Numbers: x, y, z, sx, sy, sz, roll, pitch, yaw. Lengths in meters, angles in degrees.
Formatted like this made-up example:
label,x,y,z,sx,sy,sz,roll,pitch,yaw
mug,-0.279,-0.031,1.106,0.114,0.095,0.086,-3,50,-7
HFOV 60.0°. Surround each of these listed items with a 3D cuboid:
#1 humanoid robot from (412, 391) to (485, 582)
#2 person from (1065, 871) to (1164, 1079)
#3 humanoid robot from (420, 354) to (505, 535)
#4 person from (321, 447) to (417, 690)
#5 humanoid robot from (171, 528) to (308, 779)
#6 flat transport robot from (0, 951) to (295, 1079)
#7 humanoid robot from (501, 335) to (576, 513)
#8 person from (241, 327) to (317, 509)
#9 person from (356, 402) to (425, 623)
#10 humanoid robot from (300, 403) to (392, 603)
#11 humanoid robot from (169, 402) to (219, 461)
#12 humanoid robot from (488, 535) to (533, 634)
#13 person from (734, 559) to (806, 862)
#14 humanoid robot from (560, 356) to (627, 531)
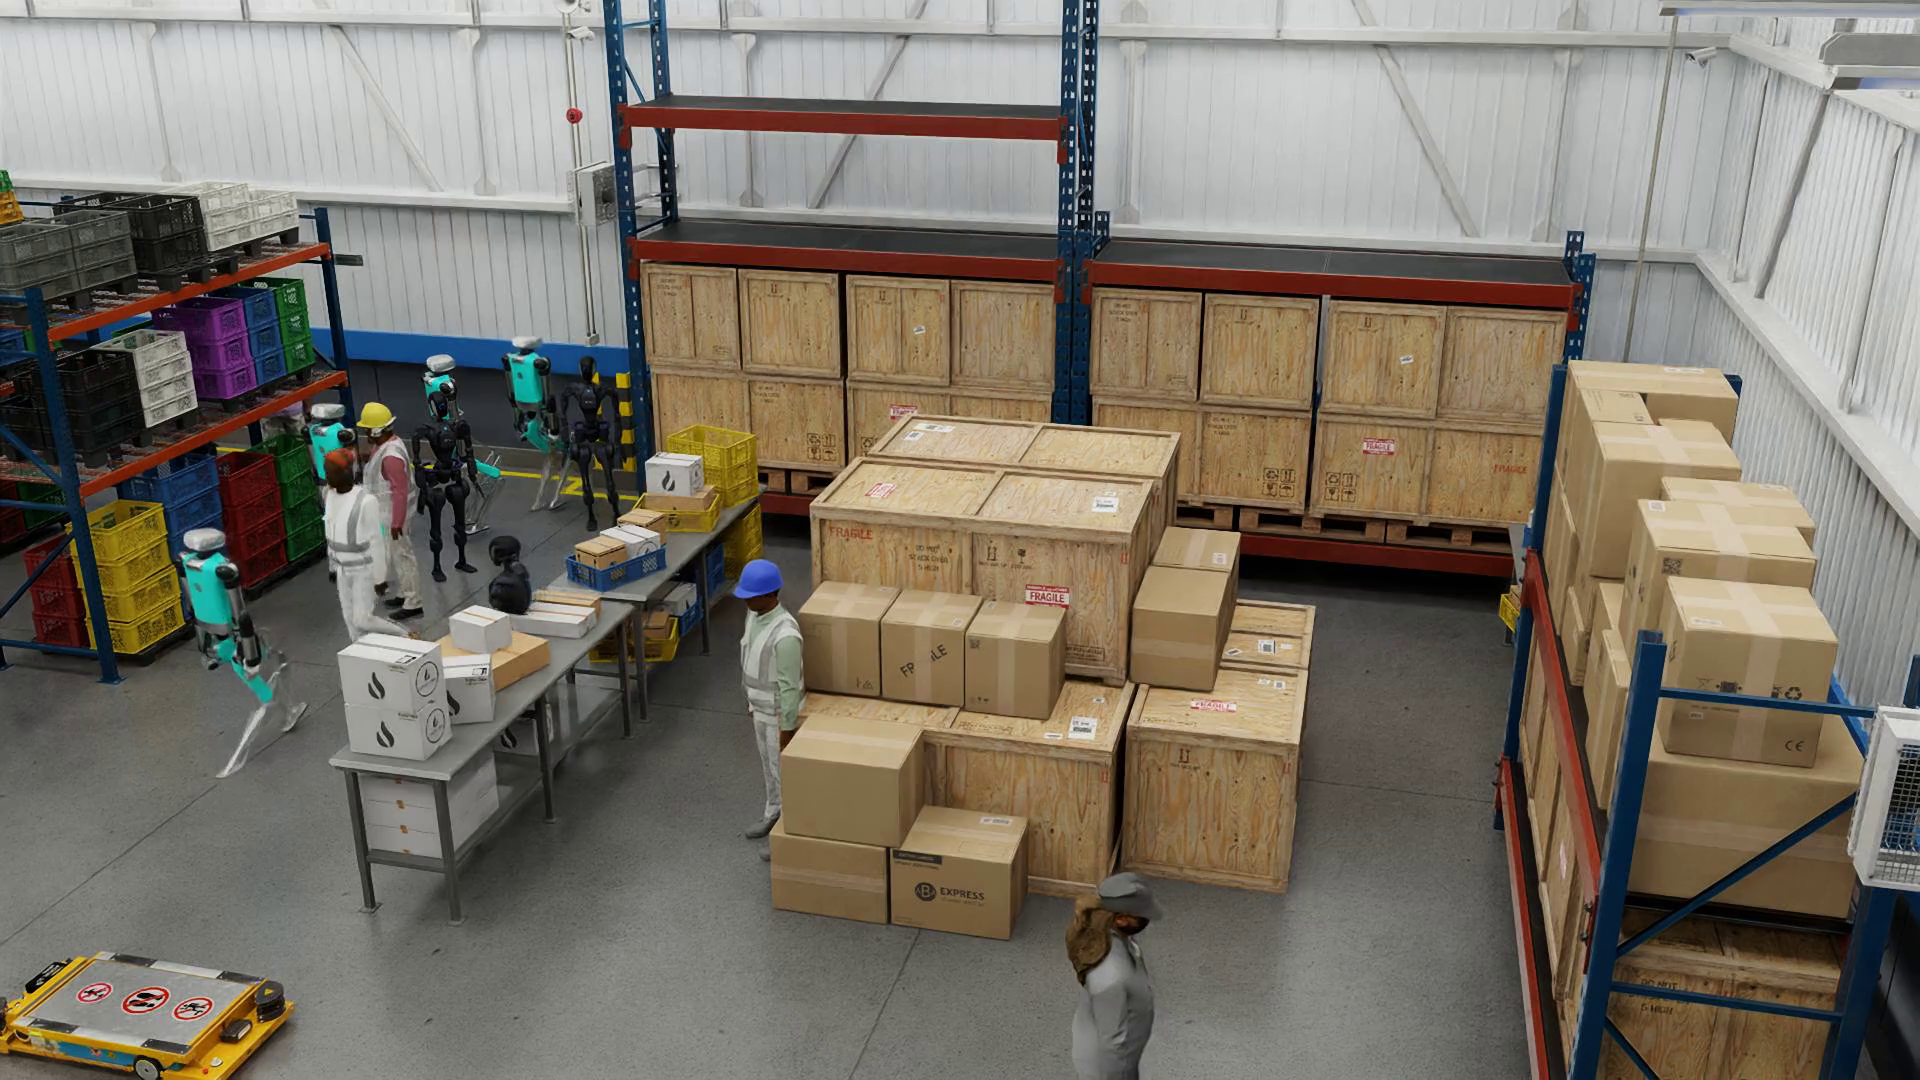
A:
label,x,y,z,sx,sy,sz,roll,pitch,yaw
humanoid robot,-4.415,-0.483,14.315,0.599,1.657,0.315,-18,27,-38
person,0.644,2.207,7.176,0.407,1.761,0.565,1,21,3
humanoid robot,-4.450,-0.898,15.151,0.735,1.677,0.533,-17,27,-37
person,-4.411,0.196,12.287,0.573,1.868,0.512,14,25,33
humanoid robot,-4.777,0.671,11.326,0.529,1.777,1.040,10,23,24
flat transport robot,-4.270,2.464,8.601,1.431,0.231,0.659,5,22,13
humanoid robot,-3.943,-1.139,15.920,0.540,1.771,0.673,11,23,26
person,-6.522,-1.269,15.903,0.613,2.035,0.410,-9,23,-22
person,-4.605,-0.232,13.465,0.404,1.827,0.598,-9,23,-22
humanoid robot,-4.980,-0.339,13.787,0.547,1.744,0.687,9,23,23
humanoid robot,-7.207,-0.983,15.631,0.601,1.648,0.343,17,27,37
humanoid robot,-2.985,0.736,11.145,0.475,1.646,0.588,2,21,6
person,-1.137,1.012,10.067,0.411,1.939,0.608,-10,23,-24
humanoid robot,-3.389,-0.885,15.371,0.602,1.650,0.399,-3,21,-9
